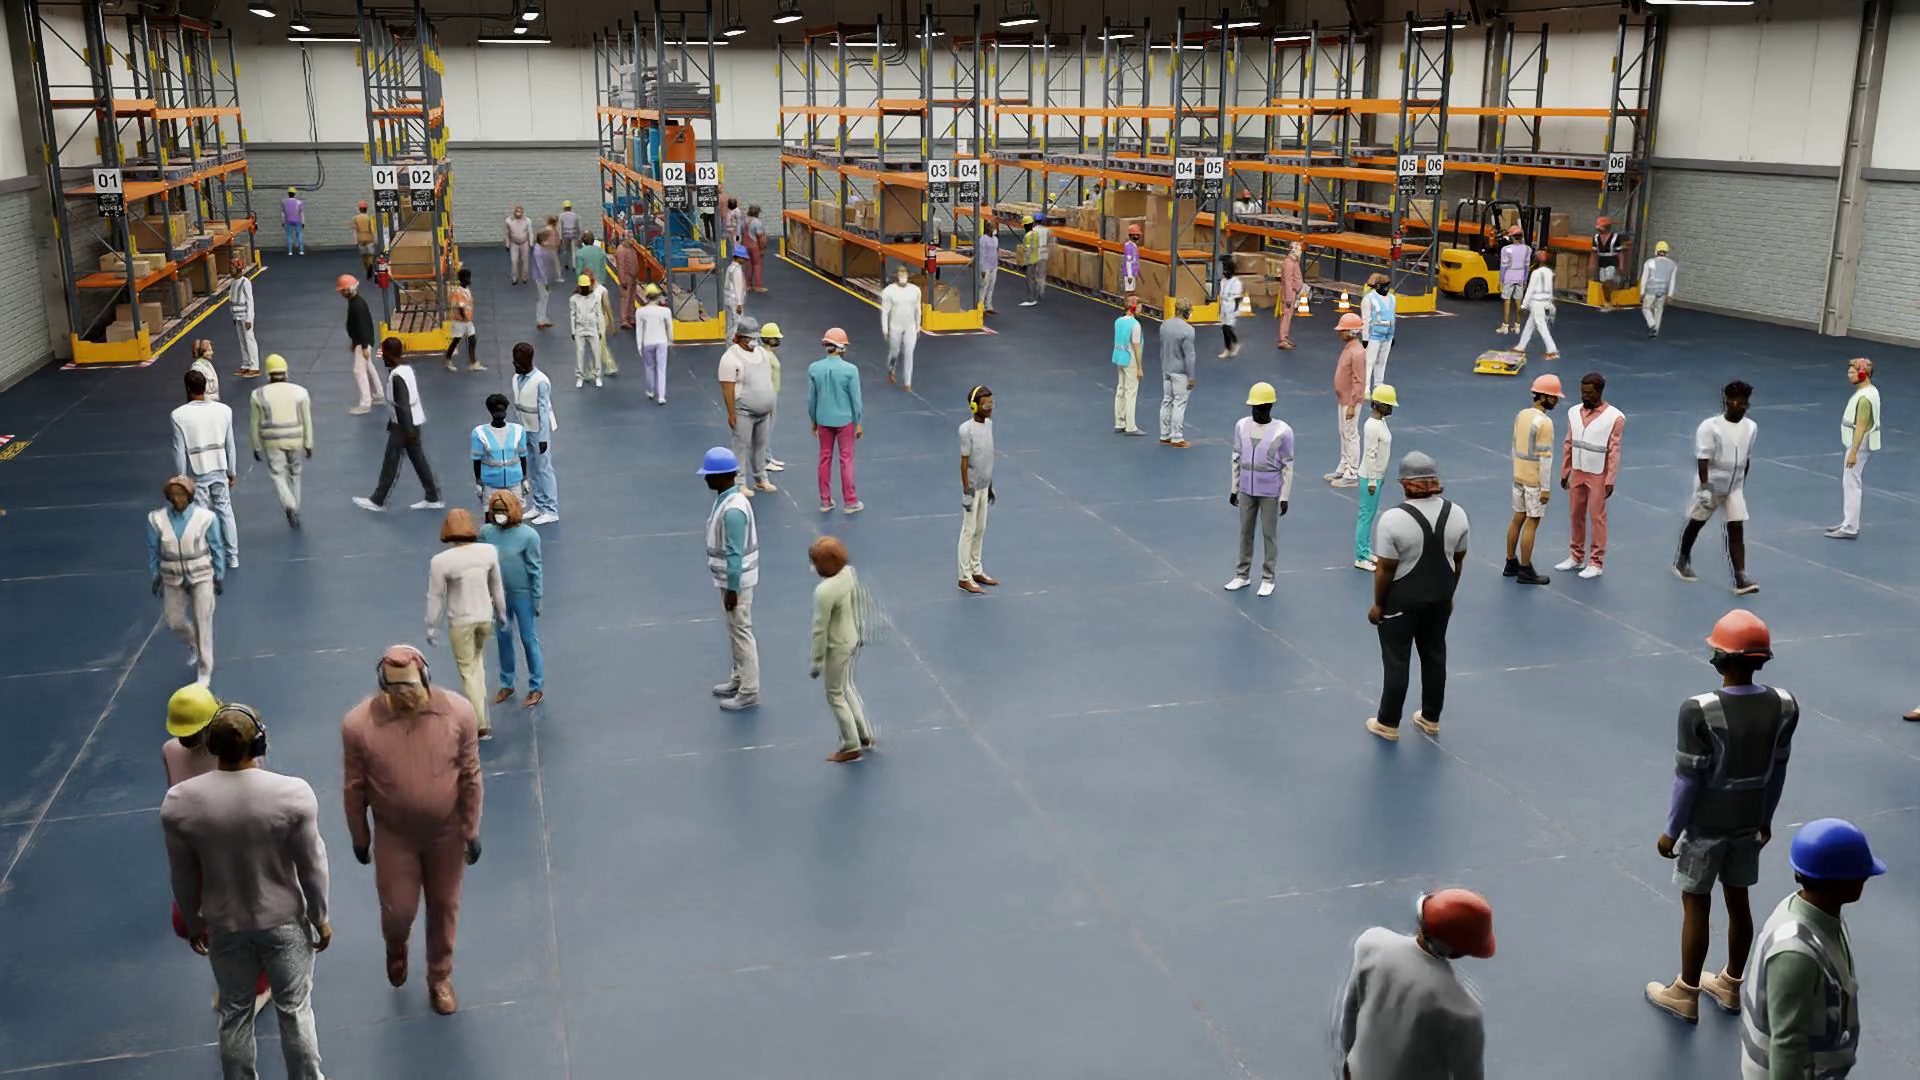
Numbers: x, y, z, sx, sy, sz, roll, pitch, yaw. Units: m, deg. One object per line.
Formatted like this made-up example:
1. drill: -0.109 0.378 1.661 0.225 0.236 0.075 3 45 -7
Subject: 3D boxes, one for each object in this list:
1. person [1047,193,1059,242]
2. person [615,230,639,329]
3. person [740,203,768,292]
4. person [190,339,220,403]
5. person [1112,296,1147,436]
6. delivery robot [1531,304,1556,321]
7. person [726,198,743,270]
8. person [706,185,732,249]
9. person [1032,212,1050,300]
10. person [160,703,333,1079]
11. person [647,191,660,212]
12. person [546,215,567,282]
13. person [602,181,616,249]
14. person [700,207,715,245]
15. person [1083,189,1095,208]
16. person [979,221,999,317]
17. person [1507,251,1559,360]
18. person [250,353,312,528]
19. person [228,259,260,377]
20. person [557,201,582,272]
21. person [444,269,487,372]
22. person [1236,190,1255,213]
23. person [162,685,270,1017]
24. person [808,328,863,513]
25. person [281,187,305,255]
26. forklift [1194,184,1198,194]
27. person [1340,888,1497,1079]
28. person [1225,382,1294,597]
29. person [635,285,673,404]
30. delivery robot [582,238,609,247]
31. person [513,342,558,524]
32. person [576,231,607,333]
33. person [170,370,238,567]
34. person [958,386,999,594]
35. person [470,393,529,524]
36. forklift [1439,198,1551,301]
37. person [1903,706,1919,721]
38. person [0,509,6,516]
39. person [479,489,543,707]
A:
1. person: 2.527 -8.625 45.788 0.601 1.832 0.404 14 20 43
2. person: -6.398 -5.040 32.187 0.402 1.900 0.649 3 15 13
3. person: -4.701 -6.745 38.317 0.536 2.000 0.688 -13 19 -39
4. person: -8.830 -1.537 19.500 0.314 1.634 0.514 -2 15 -9
5. person: 2.221 -2.294 21.959 0.389 1.837 0.563 -7 16 -24
6. delivery robot: 11.436 -4.516 32.599 0.477 0.478 0.707 2 15 7
7. person: -5.871 -7.953 43.245 0.429 1.842 0.629 -7 16 -24
8. person: -6.985 -9.523 49.013 1.015 1.914 0.667 3 15 13
9. person: 1.715 -6.251 36.675 0.624 1.933 0.442 -9 17 -31
10. person: -2.987 1.612 7.067 0.631 1.939 0.369 -2 15 -7
11. person: -8.726 -8.886 46.768 0.624 1.840 0.429 10 18 34
12. person: -9.921 -7.065 40.344 0.686 1.611 0.527 3 15 10
13. person: -10.400 -9.650 49.374 0.411 1.986 0.604 4 15 13
14. person: -7.632 -9.939 50.425 0.613 1.994 0.395 -14 20 -42
15. person: 3.522 -8.801 46.281 0.383 1.923 0.589 10 18 32
16. person: 0.588 -5.548 34.035 0.384 1.931 0.630 9 18 31
17. person: 9.906 -4.015 28.447 0.974 1.845 0.590 13 20 41
18. person: -6.993 -1.015 17.202 0.592 1.815 0.759 -10 18 -33
19. person: -11.478 -3.551 26.604 0.574 1.883 0.356 14 20 42
20. person: -10.082 -7.860 43.008 0.611 1.778 0.940 -4 15 -14
21. person: -8.148 -3.564 27.071 0.707 1.661 0.632 2 15 7
22. person: 7.887 -8.755 46.137 0.548 1.915 0.831 -3 15 -10
23. person: -3.528 1.494 7.888 0.540 1.738 0.391 4 15 14
24. person: -1.322 -1.278 17.848 0.608 1.987 0.391 5 16 19
25. person: -18.962 -9.051 47.243 0.631 1.914 0.398 -5 16 -17
26. forklift: 7.392 -11.333 53.972 1.873 2.768 1.129 -4 15 -15
27. person: 1.620 2.014 6.015 0.358 1.703 0.651 -12 19 -37
28. person: 2.678 -0.457 14.871 0.587 1.928 0.381 12 19 38
29. person: -4.469 -2.867 24.344 0.534 1.733 0.841 -2 15 -7
30. delivery robot: -10.156 -8.177 46.374 0.707 0.478 0.477 -7 16 -24
31. person: -4.457 -1.128 17.447 0.584 1.911 0.392 14 20 42
32. person: -6.956 -4.859 31.426 0.626 1.933 0.370 -13 19 -40
33. person: -7.061 -0.638 15.599 0.395 1.911 0.581 10 18 34
34. person: 0.173 -0.467 15.019 0.334 1.873 0.521 9 17 29
35. person: -4.307 -0.542 15.632 0.534 1.698 0.318 -8 17 -27
36. forklift: 11.913 -6.508 37.130 2.313 2.155 1.214 -4 15 -15
37. person: 7.037 0.427 11.594 0.400 1.905 0.643 -7 16 -24
38. person: -10.391 -1.146 17.445 0.354 1.938 0.636 0 15 0
39. person: -3.271 0.419 12.158 0.501 1.629 0.279 5 16 18
